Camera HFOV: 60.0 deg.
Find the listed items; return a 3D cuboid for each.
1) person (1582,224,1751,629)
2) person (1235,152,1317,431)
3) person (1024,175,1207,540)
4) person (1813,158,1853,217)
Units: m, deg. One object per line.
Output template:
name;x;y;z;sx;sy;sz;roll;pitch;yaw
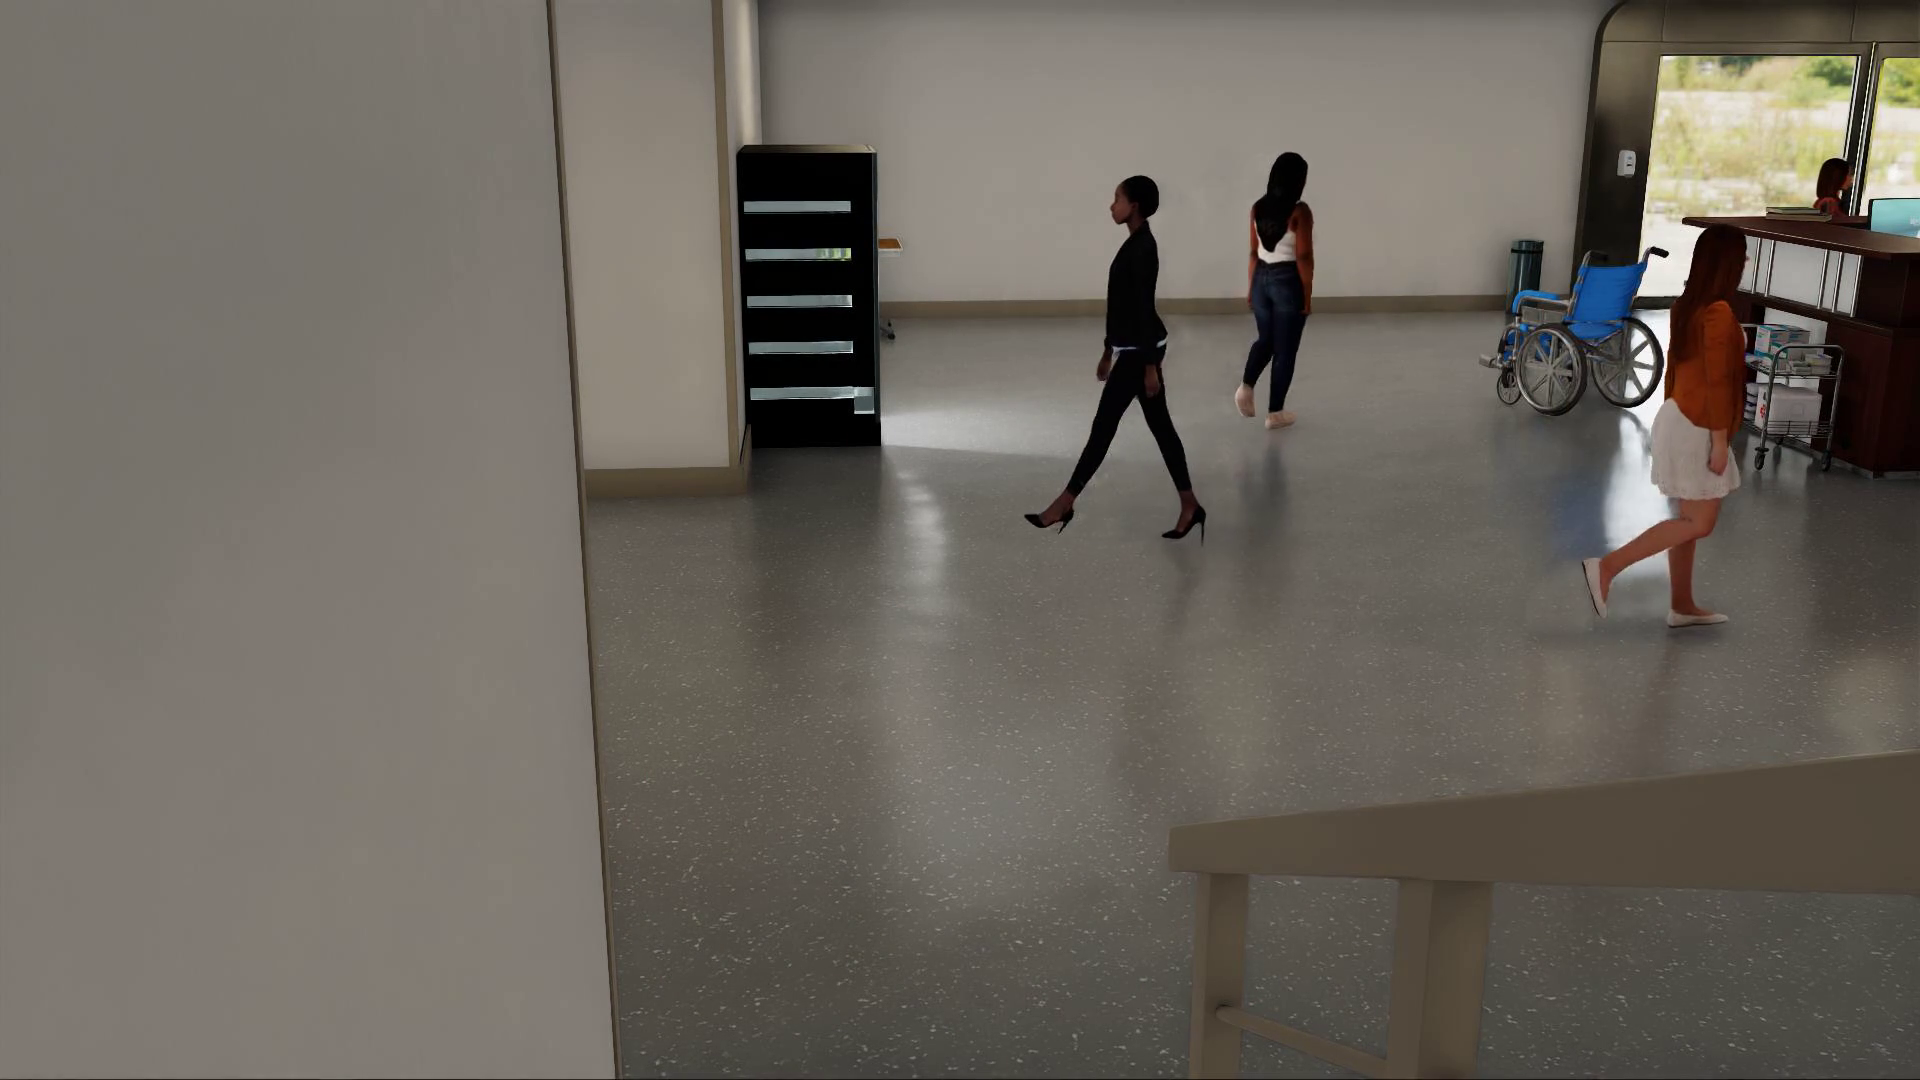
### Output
person;2.950;-0.430;6.873;0.771;1.707;0.883;1;16;4
person;2.028;-1.606;10.865;0.903;1.803;0.849;-12;20;-37
person;0.964;-0.826;8.128;0.841;1.788;1.117;1;16;4
person;6.324;-1.949;12.271;0.749;1.701;0.620;5;16;17
